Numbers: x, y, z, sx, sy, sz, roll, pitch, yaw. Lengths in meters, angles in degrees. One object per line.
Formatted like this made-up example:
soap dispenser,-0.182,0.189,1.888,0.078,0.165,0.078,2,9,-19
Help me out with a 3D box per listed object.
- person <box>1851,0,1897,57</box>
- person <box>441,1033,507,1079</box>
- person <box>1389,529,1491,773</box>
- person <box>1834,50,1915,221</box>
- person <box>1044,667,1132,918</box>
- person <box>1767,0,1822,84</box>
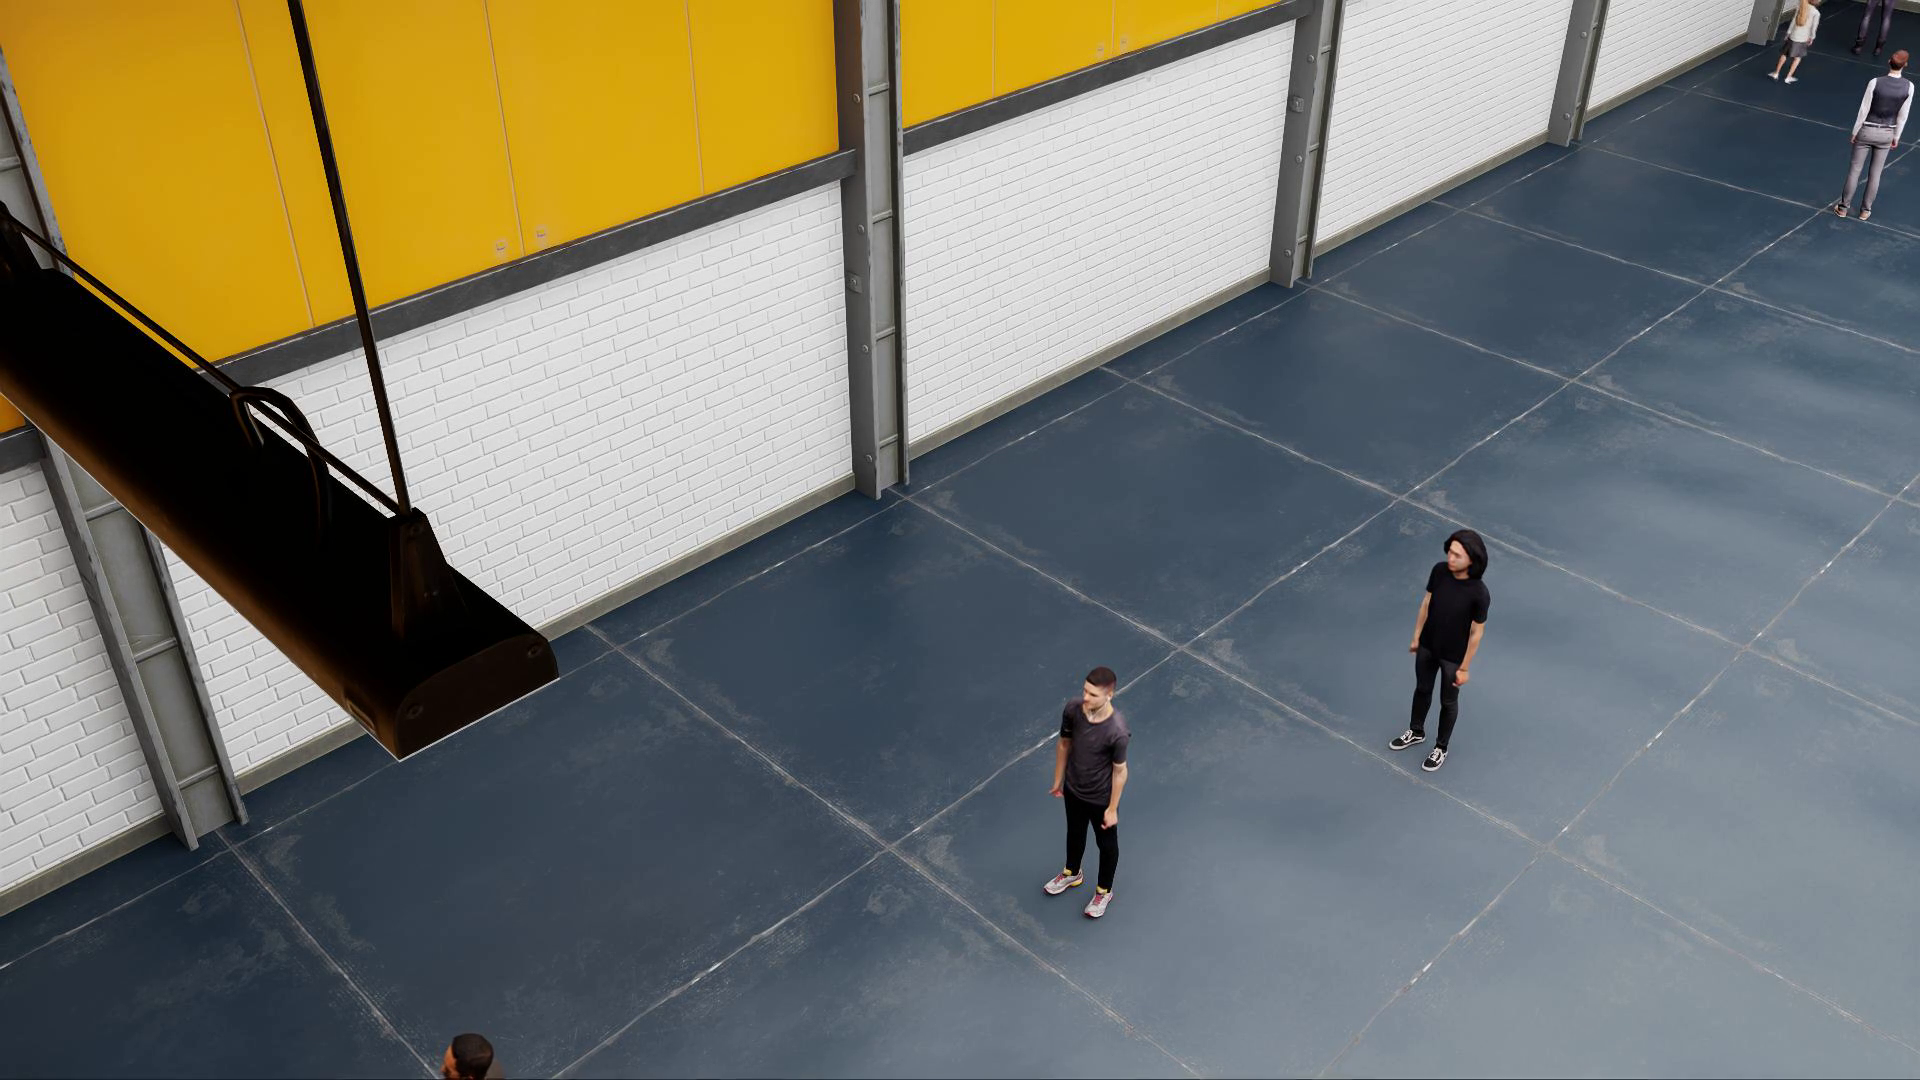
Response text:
person,13.358,-7.963,24.046,0.751,1.830,0.739,10,35,15
person,-2.157,2.913,7.706,0.717,1.804,0.753,-10,35,-15
person,3.223,0.695,11.015,0.575,1.836,0.659,-23,40,-30
person,10.418,-4.615,18.911,0.741,1.939,0.710,12,36,18
person,0.790,1.475,9.907,0.643,1.764,0.562,25,41,33
person,11.645,-6.994,23.102,0.661,1.262,0.573,24,41,32
